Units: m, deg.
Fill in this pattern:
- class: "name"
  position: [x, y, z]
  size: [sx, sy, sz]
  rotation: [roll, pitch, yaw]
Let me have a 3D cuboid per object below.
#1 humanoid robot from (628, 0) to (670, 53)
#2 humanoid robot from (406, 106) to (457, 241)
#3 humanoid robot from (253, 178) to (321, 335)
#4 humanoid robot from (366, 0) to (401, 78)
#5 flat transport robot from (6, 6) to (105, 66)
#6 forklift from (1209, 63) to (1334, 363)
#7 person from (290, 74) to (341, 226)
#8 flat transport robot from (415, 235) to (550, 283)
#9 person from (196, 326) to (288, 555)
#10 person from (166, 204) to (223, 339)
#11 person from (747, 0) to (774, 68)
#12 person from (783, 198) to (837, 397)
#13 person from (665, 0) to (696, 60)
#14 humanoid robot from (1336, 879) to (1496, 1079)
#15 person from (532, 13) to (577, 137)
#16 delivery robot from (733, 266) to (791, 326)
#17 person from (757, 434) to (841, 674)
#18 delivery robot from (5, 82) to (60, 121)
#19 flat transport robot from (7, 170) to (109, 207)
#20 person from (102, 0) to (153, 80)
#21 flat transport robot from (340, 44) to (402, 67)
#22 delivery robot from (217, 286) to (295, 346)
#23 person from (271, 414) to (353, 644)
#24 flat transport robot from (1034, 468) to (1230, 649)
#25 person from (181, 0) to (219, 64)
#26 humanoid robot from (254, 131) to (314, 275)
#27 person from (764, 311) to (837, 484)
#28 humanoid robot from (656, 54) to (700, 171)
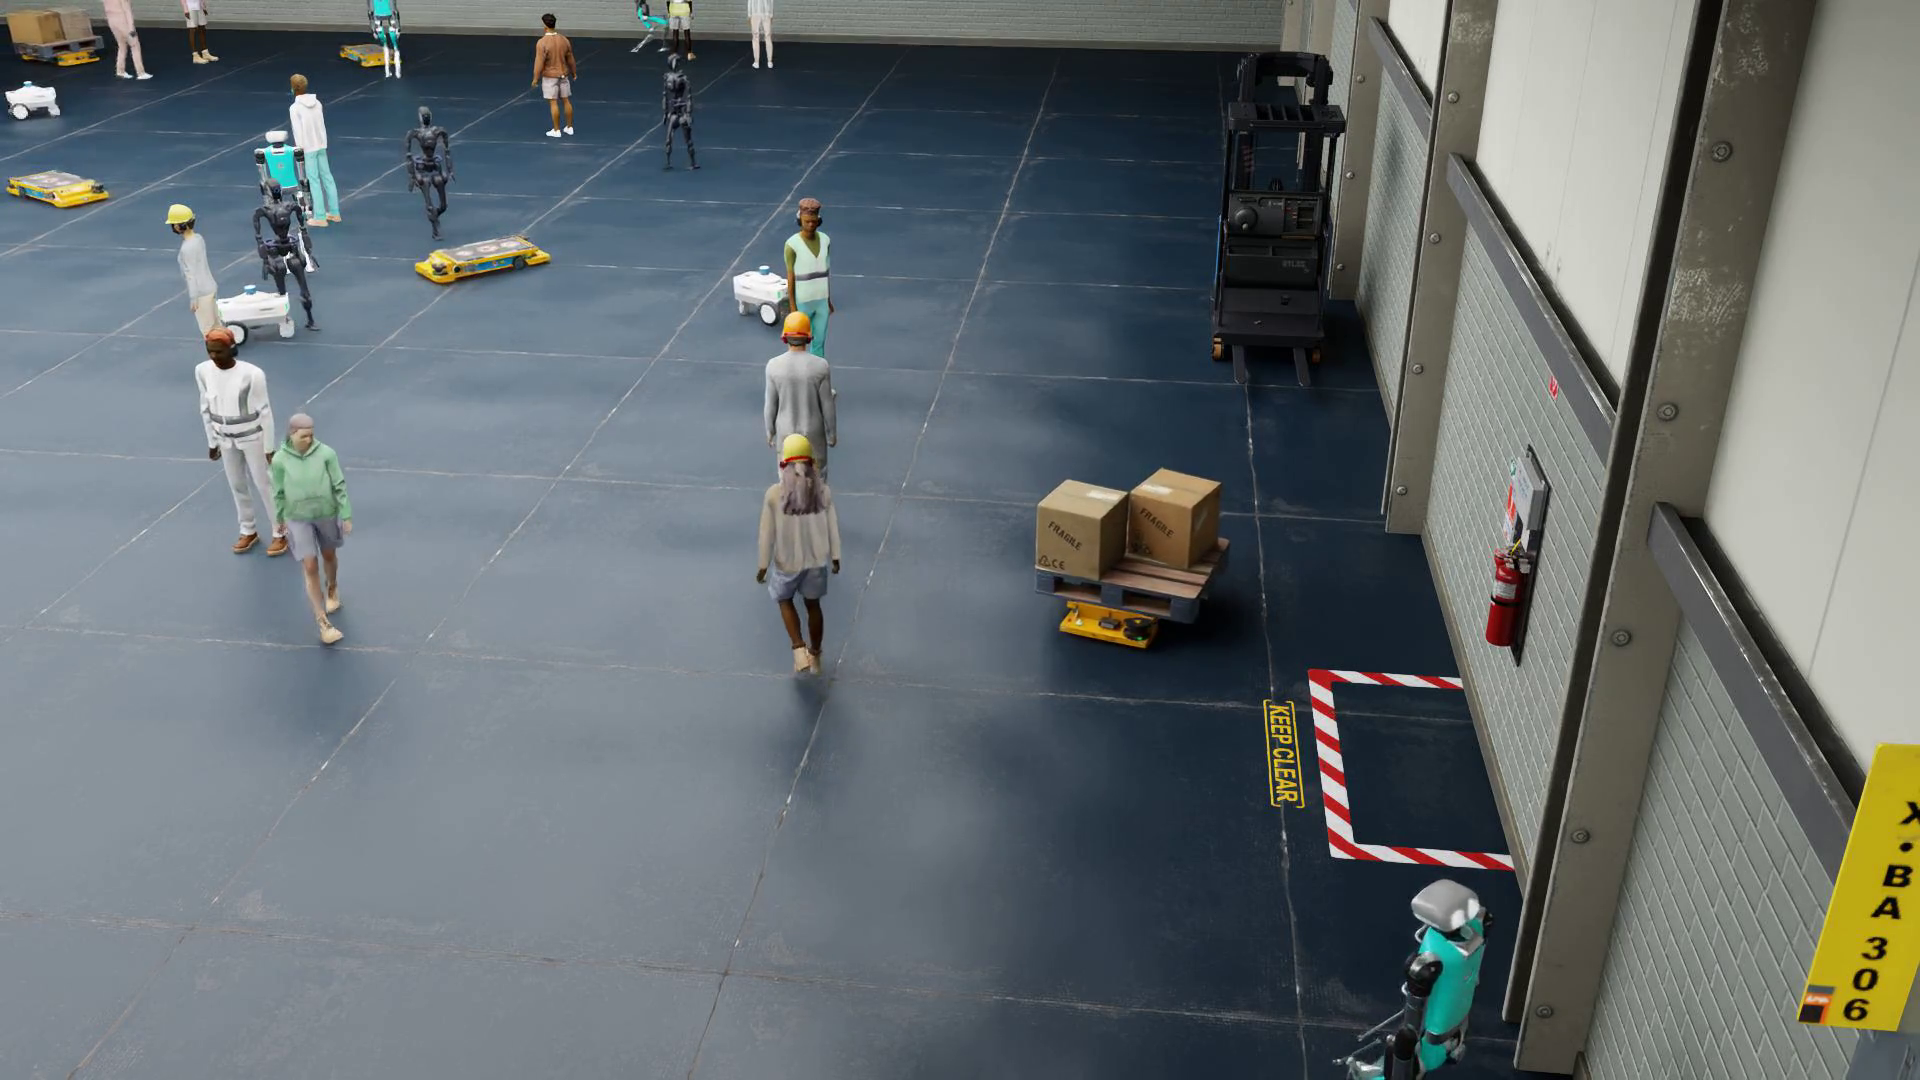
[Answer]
- class: "humanoid robot"
  position: [-5.884, -10.103, 31.713]
  size: [1.026, 1.743, 0.541]
  rotation: [-12, 29, -22]
- class: "humanoid robot"
  position: [-6.654, -4.619, 20.798]
  size: [0.596, 1.635, 0.633]
  rotation: [-17, 31, -30]
- class: "humanoid robot"
  position: [-7.093, -2.987, 17.516]
  size: [0.600, 1.651, 0.339]
  rotation: [-23, 35, -38]
- class: "humanoid robot"
  position: [-10.266, -9.167, 29.823]
  size: [0.533, 1.799, 0.749]
  rotation: [-4, 27, -9]
- class: "flat transport robot"
  position: [-16.993, -9.143, 31.390]
  size: [1.431, 0.231, 0.659]
  rotation: [16, 31, 28]
- class: "forklift"
  position: [3.241, -3.477, 17.183]
  size: [1.129, 2.768, 1.873]
  rotation: [3, 27, 6]
- class: "person"
  position: [-8.268, -4.974, 21.233]
  size: [0.350, 1.914, 0.498]
  rotation: [12, 29, 23]
- class: "flat transport robot"
  position: [-5.692, -3.355, 19.836]
  size: [1.431, 0.231, 0.659]
  rotation: [-20, 33, -34]
- class: "person"
  position: [-5.556, -0.766, 12.883]
  size: [0.568, 1.875, 0.340]
  rotation: [5, 27, 10]
- class: "person"
  position: [-7.468, -2.425, 16.318]
  size: [0.337, 1.756, 0.516]
  rotation: [-5, 27, -10]
- class: "person"
  position: [-3.665, -9.656, 30.636]
  size: [0.494, 1.870, 0.402]
  rotation: [-8, 28, -15]
- class: "person"
  position: [-1.425, -2.275, 15.776]
  size: [0.482, 1.977, 0.401]
  rotation: [-20, 33, -35]
- class: "person"
  position: [-5.274, -9.914, 31.337]
  size: [0.534, 1.693, 0.322]
  rotation: [5, 27, 10]
- class: "humanoid robot"
  position: [1.811, 2.158, 7.283]
  size: [0.804, 1.841, 0.563]
  rotation: [24, 35, 39]
- class: "person"
  position: [-6.243, -7.183, 25.706]
  size: [0.396, 1.855, 0.778]
  rotation: [23, 35, 38]
- class: "delivery robot"
  position: [-2.102, -2.689, 18.189]
  size: [0.767, 0.596, 0.513]
  rotation: [17, 31, 31]
- class: "person"
  position: [-1.090, 0.129, 11.238]
  size: [0.607, 1.741, 0.469]
  rotation: [-9, 28, -18]
- class: "delivery robot"
  position: [-15.139, -7.179, 27.118]
  size: [0.742, 0.566, 0.499]
  rotation: [-17, 31, -30]
- class: "flat transport robot"
  position: [-12.338, -4.799, 22.719]
  size: [1.431, 0.231, 0.659]
  rotation: [18, 32, 31]
- class: "person"
  position: [-14.953, -9.176, 29.665]
  size: [0.665, 1.880, 0.487]
  rotation: [11, 29, 21]
- class: "flat transport robot"
  position: [-11.142, -9.156, 31.418]
  size: [0.659, 0.231, 1.431]
  rotation: [-19, 32, -33]
- class: "delivery robot"
  position: [-7.474, -2.394, 17.585]
  size: [0.764, 0.582, 0.499]
  rotation: [-10, 28, -20]
- class: "person"
  position: [-4.586, -0.126, 11.790]
  size: [0.511, 1.684, 0.935]
  rotation: [-13, 29, -24]
- class: "flat transport robot"
  position: [1.298, 0.360, 12.419]
  size: [0.659, 0.231, 1.431]
  rotation: [11, 29, 21]
- class: "person"
  position: [-14.266, -9.947, 31.032]
  size: [0.401, 2.035, 0.604]
  rotation: [6, 27, 12]
- class: "humanoid robot"
  position: [-7.749, -3.932, 19.201]
  size: [0.533, 1.677, 0.735]
  rotation: [-8, 28, -16]
- class: "person"
  position: [-1.252, -0.879, 13.090]
  size: [0.564, 1.890, 0.384]
  rotation: [-1, 27, -2]
- class: "humanoid robot"
  position: [-4.034, -6.058, 23.680]
  size: [0.600, 1.640, 0.688]
  rotation: [19, 32, 33]
